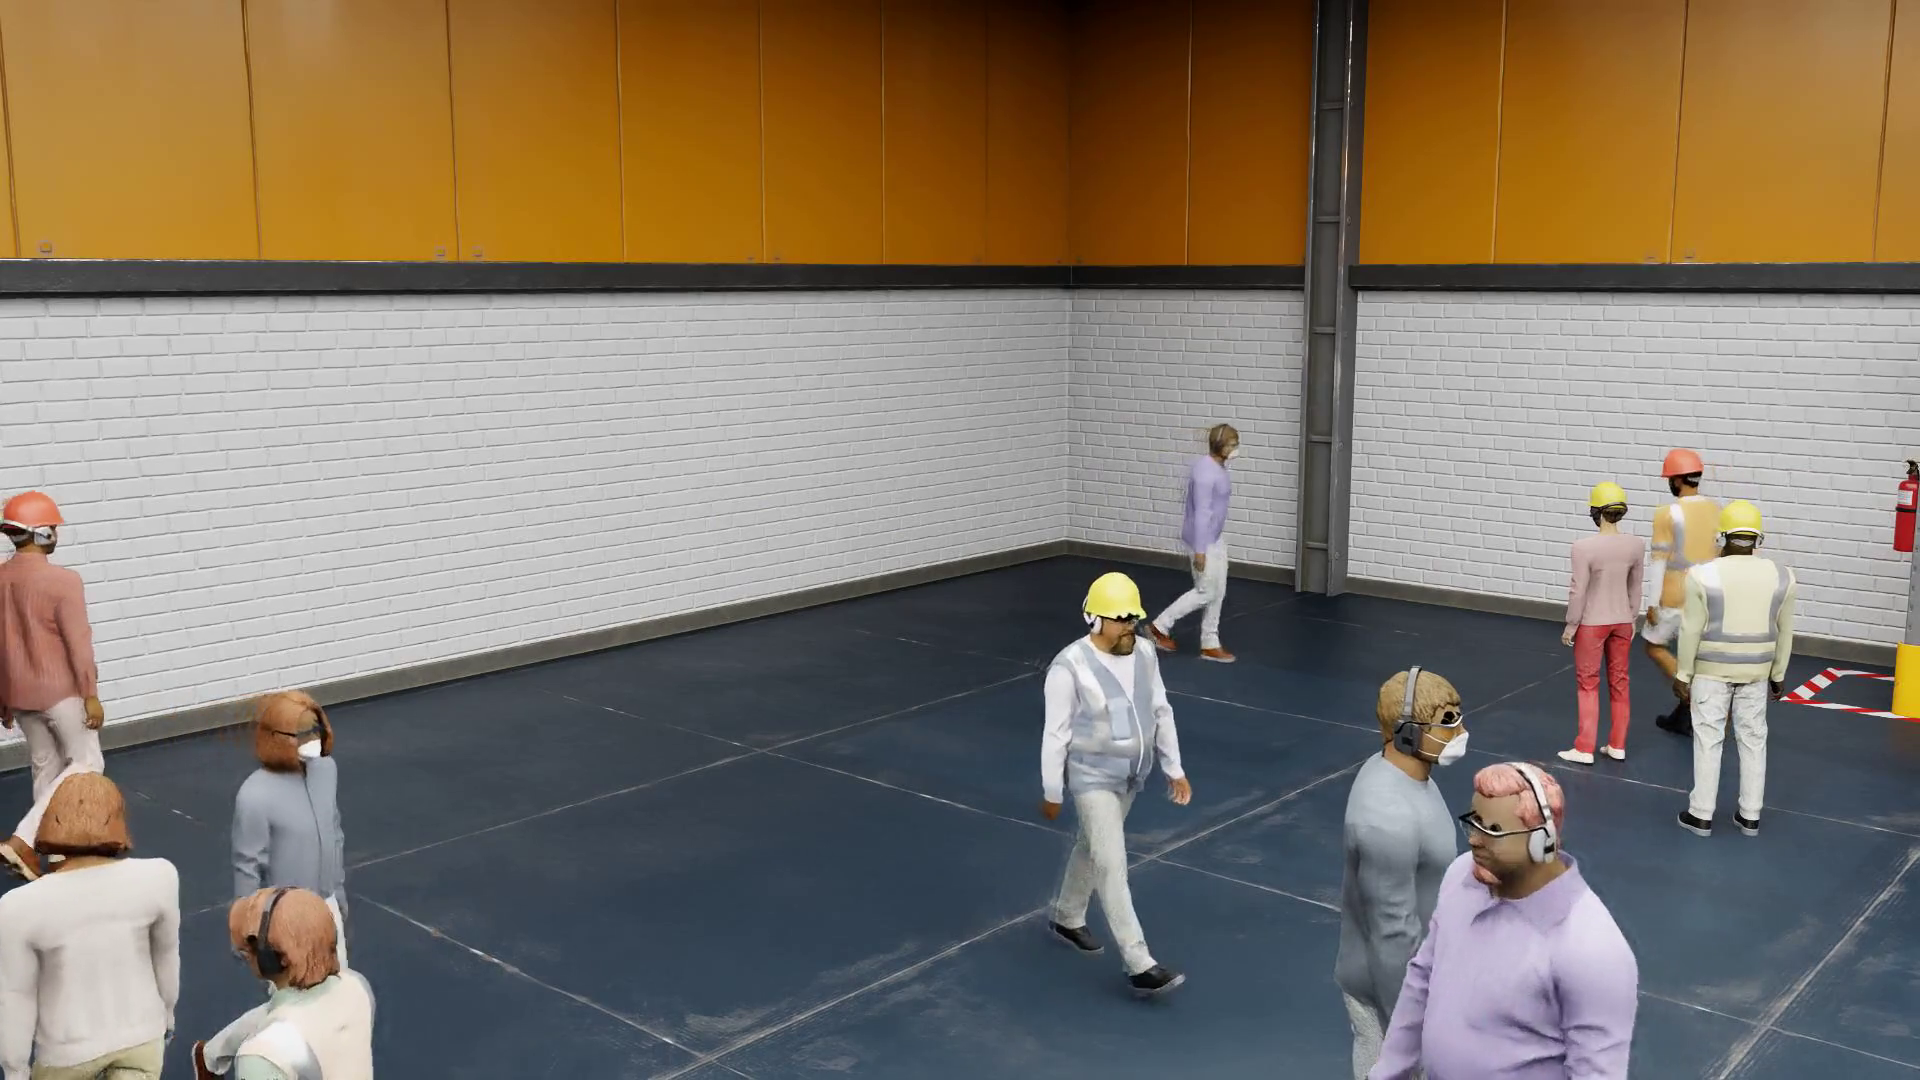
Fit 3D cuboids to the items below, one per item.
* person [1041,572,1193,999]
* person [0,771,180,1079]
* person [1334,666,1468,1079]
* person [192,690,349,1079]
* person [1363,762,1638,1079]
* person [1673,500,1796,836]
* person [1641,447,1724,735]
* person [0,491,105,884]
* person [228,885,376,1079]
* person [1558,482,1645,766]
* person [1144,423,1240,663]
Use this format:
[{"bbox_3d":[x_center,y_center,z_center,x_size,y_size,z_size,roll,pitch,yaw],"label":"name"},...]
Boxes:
[{"bbox_3d":[0.684,1.016,7.143,0.611,1.777,0.941,-8,12,-42],"label":"person"},{"bbox_3d":[-2.506,1.473,4.829,0.508,1.612,0.402,-7,11,-37],"label":"person"},{"bbox_3d":[1.269,1.311,4.804,0.365,1.939,0.636,2,9,15],"label":"person"},{"bbox_3d":[-2.402,1.305,5.867,0.590,1.613,0.503,2,9,13],"label":"person"},{"bbox_3d":[1.309,1.451,4.137,0.777,1.874,0.663,-2,9,-12],"label":"person"},{"bbox_3d":[4.166,0.695,9.003,0.602,1.830,0.404,0,9,2],"label":"person"},{"bbox_3d":[4.747,0.356,10.869,0.566,1.916,0.512,-3,9,-16],"label":"person"},{"bbox_3d":[-4.552,0.752,8.190,0.639,1.979,0.606,3,10,18],"label":"person"},{"bbox_3d":[-1.627,1.605,4.005,0.828,1.598,0.552,2,9,11],"label":"person"},{"bbox_3d":[3.973,0.519,10.320,0.533,1.768,0.310,-3,9,-18],"label":"person"},{"bbox_3d":[1.842,0.023,12.992,0.660,1.909,0.651,4,10,24],"label":"person"}]
